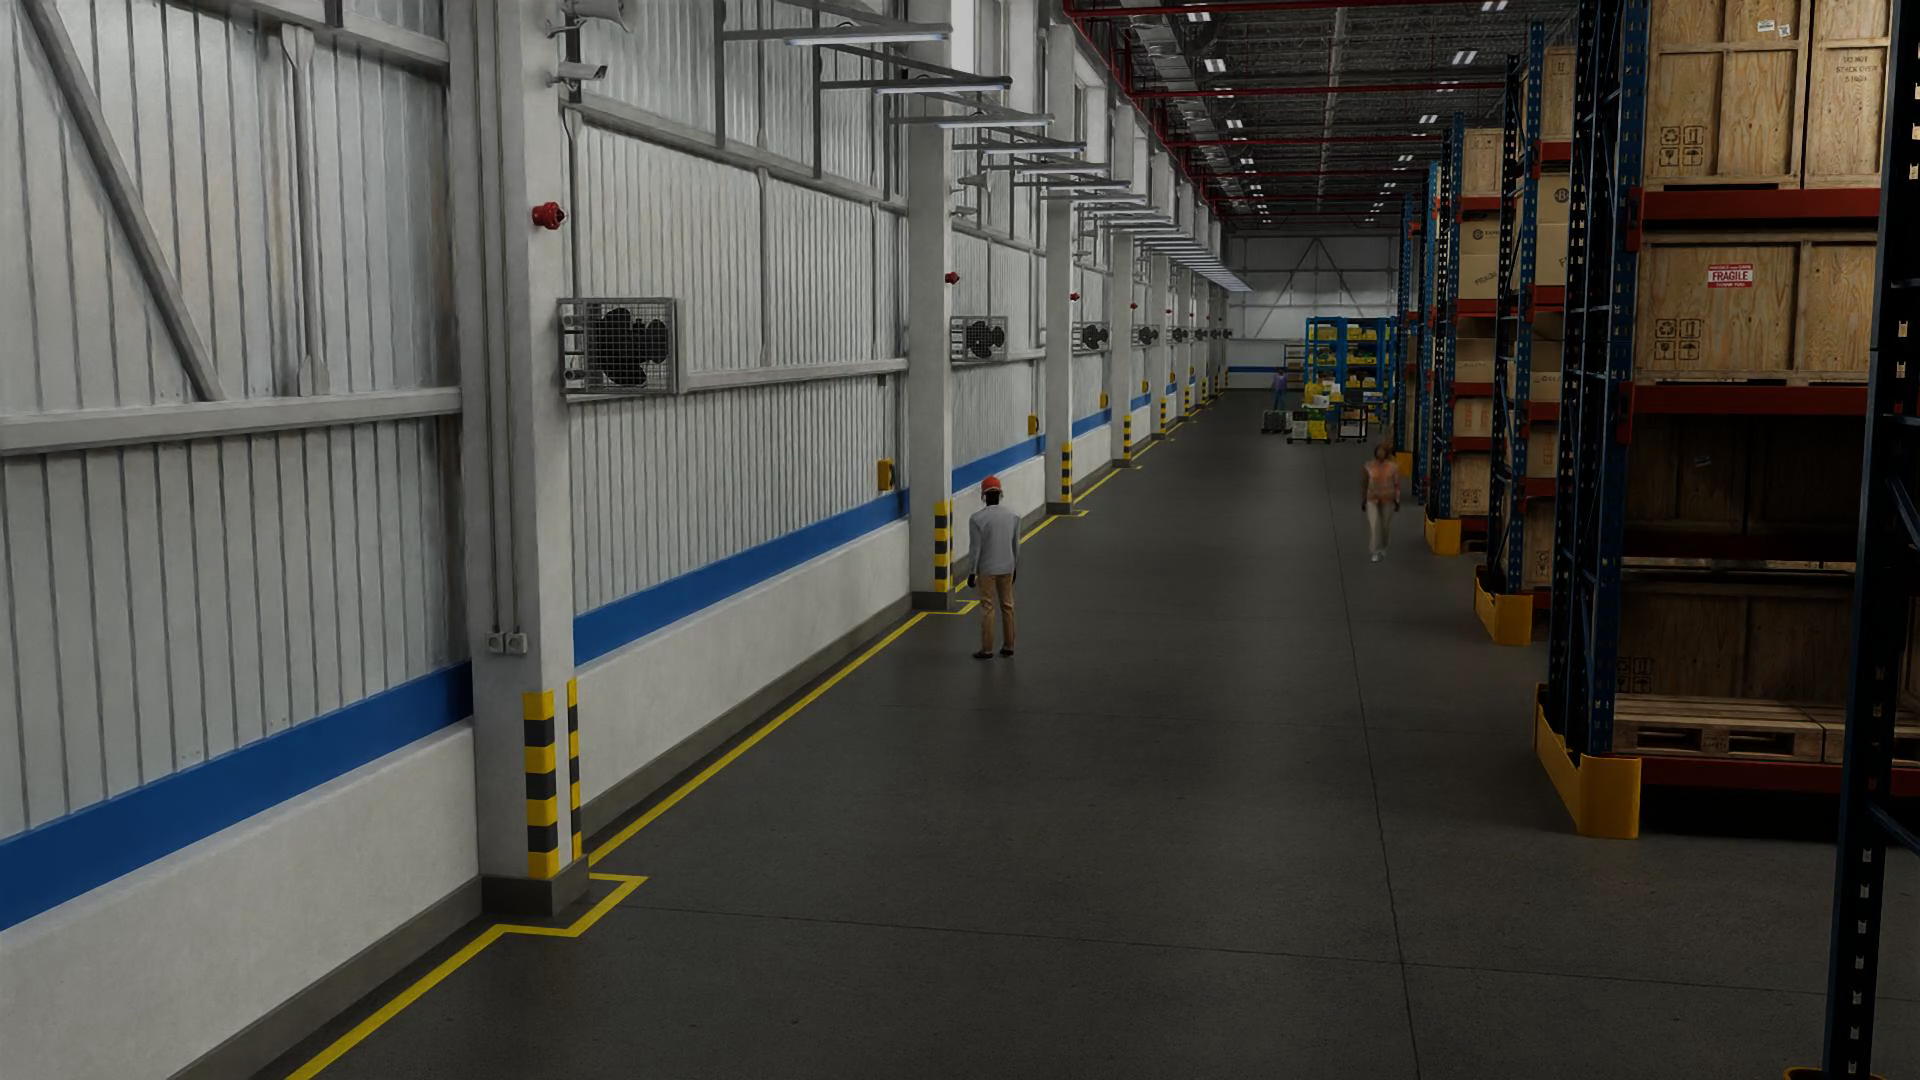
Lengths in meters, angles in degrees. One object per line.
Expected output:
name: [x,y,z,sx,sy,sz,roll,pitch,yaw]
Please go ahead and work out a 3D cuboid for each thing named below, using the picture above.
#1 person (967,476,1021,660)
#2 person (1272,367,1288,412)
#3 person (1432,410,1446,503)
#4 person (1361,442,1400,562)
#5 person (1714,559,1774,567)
person: [0.309,0.263,15.784,0.561,1.745,0.339,-4,8,-30]
person: [11.992,-5.596,62.473,0.576,1.813,0.900,0,7,-3]
person: [7.538,-1.083,25.914,0.602,1.916,0.565,1,7,4]
person: [5.720,-0.530,22.629,0.518,1.623,0.655,2,7,13]
person: [6.107,0.494,13.142,0.930,1.964,0.617,-1,7,-7]
